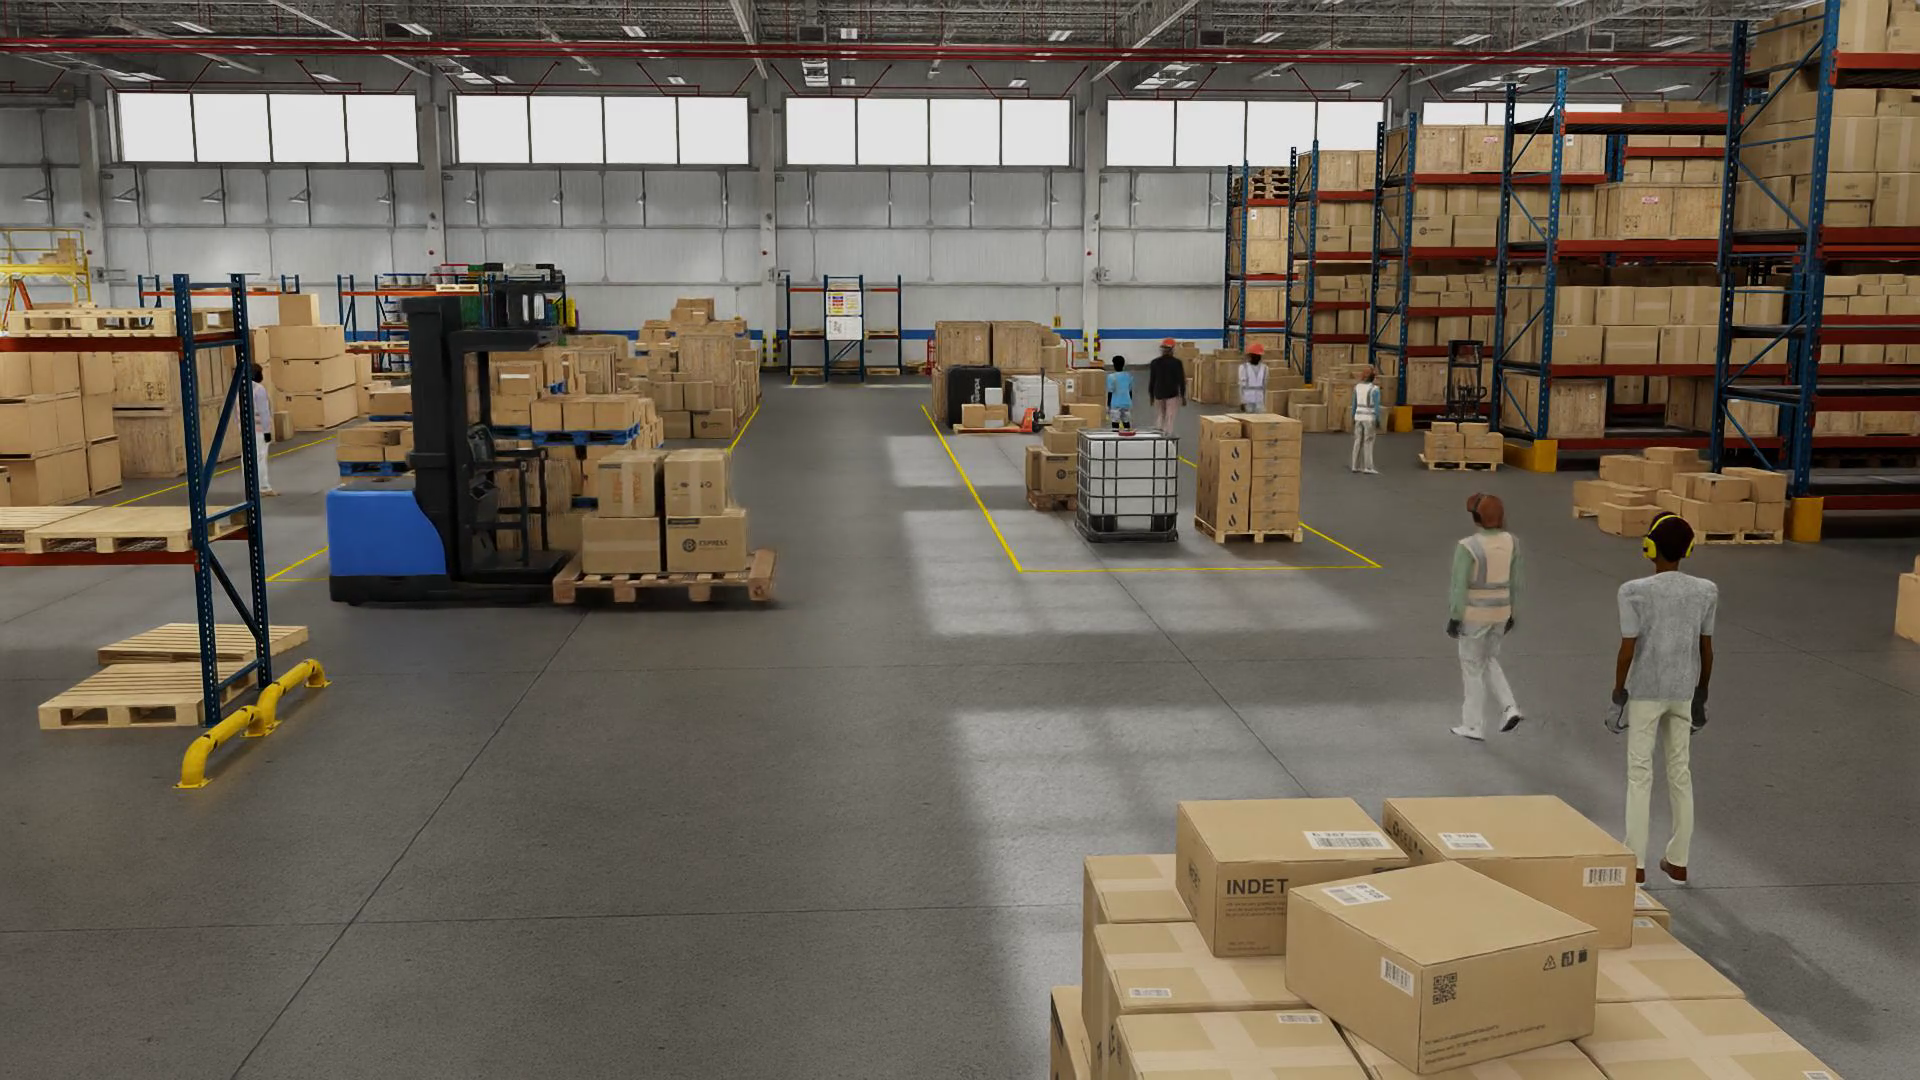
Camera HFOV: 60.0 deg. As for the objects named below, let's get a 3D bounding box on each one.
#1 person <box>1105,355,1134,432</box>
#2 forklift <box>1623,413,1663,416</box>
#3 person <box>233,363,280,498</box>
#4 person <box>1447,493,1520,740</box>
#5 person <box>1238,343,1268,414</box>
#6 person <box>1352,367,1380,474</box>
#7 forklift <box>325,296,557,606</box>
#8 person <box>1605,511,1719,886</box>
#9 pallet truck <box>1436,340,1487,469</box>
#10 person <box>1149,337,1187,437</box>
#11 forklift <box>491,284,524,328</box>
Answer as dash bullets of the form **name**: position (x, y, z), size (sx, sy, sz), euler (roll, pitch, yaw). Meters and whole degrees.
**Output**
- **person**: position (2.664, -2.232, 27.765), size (0.531, 1.692, 0.322), euler (-5, 10, -29)
- **forklift**: position (14.249, -4.118, 35.887), size (1.873, 2.768, 1.129), euler (4, 10, 24)
- **person**: position (-9.593, -1.489, 22.644), size (0.624, 1.841, 0.430), euler (6, 11, 32)
- **person**: position (3.399, 0.503, 10.814), size (0.516, 1.627, 0.367), euler (-5, 10, -27)
- **person**: position (4.878, -2.294, 27.490), size (0.563, 1.910, 0.734), euler (-2, 9, -13)
- **person**: position (6.192, -1.821, 25.353), size (0.310, 1.638, 0.523), euler (-5, 11, -31)
- **forklift**: position (-4.825, -0.855, 15.400), size (1.873, 2.768, 1.129), euler (-1, 9, -4)
- **person**: position (3.463, 0.788, 8.243), size (0.512, 1.873, 0.328), euler (-1, 9, -4)
- **pallet truck**: position (8.004, -2.170, 26.422), size (0.823, 1.965, 1.885), euler (2, 9, 14)
- **person**: position (3.562, -2.480, 28.417), size (0.629, 1.976, 0.462), euler (7, 11, 36)
- **forklift**: position (-10.007, -4.280, 36.905), size (1.873, 2.768, 1.129), euler (-8, 12, -39)
